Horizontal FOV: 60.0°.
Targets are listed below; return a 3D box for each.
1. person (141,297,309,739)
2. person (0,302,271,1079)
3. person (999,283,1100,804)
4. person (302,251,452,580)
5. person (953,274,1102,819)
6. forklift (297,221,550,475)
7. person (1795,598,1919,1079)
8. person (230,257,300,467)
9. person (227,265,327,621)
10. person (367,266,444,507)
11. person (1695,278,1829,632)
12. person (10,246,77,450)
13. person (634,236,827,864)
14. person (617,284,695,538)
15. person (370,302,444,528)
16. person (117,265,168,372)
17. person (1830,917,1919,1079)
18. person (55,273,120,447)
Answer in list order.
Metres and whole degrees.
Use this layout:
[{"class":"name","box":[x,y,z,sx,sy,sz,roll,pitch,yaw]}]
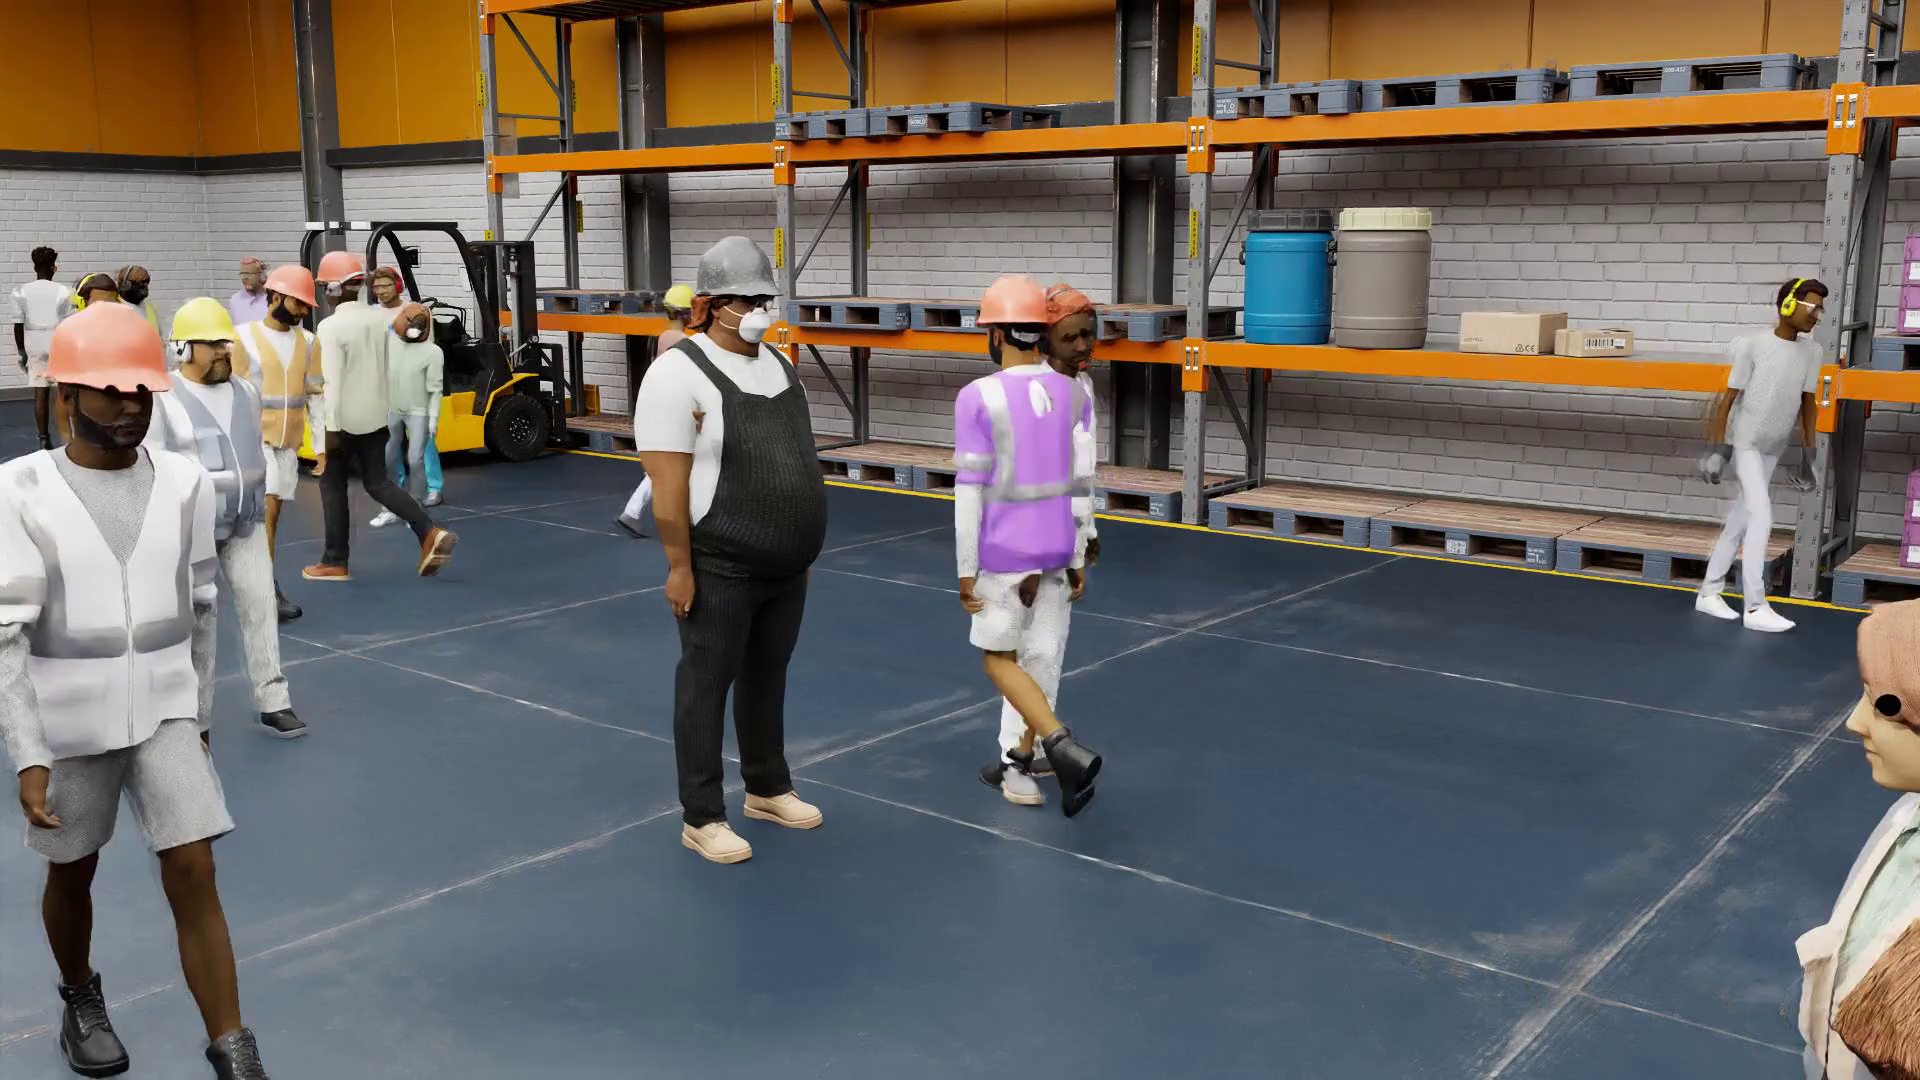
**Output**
[{"class":"person","box":[-3.109,-0.098,6.844,0.908,1.797,0.596,7,12,33]},{"class":"person","box":[-1.909,0.412,3.795,0.561,1.877,1.016,-10,14,-44]},{"class":"person","box":[0.336,0.010,6.065,0.356,1.877,0.736,4,11,20]},{"class":"person","box":[-3.492,-0.712,9.801,0.869,1.966,0.628,3,11,16]},{"class":"person","box":[0.272,0.043,5.773,0.555,1.915,0.747,-7,12,-33]},{"class":"forklift","box":[-4.922,-1.741,14.854,1.214,2.155,2.313,8,13,38]},{"class":"person","box":[1.127,0.868,1.939,0.311,1.636,0.521,3,11,15]},{"class":"person","box":[-6.097,-1.514,14.499,0.660,1.870,0.924,2,10,9]},{"class":"person","box":[-3.654,-0.518,8.947,0.828,1.884,0.611,7,13,36]},{"class":"person","box":[-4.253,-1.159,12.656,0.575,1.824,0.409,-1,10,-4]},{"class":"person","box":[4.233,-0.444,8.695,0.547,1.820,0.789,-4,11,-21]},{"class":"person","box":[-8.618,-1.794,15.775,0.609,1.964,0.367,-2,11,-13]},{"class":"person","box":[-0.696,0.022,5.510,0.539,2.000,0.688,7,12,33]},{"class":"person","box":[-1.957,-0.881,11.386,0.897,1.731,0.530,-5,11,-27]},{"class":"person","box":[-3.855,-0.868,11.652,0.571,1.595,0.366,2,10,9]},{"class":"person","box":[-6.706,-1.307,13.480,0.433,1.819,0.642,3,11,14]},{"class":"person","box":[0.747,0.993,1.279,0.364,1.620,0.532,8,13,36]},{"class":"person","box":[-4.699,-0.542,9.174,0.395,1.846,0.566,7,12,33]}]
